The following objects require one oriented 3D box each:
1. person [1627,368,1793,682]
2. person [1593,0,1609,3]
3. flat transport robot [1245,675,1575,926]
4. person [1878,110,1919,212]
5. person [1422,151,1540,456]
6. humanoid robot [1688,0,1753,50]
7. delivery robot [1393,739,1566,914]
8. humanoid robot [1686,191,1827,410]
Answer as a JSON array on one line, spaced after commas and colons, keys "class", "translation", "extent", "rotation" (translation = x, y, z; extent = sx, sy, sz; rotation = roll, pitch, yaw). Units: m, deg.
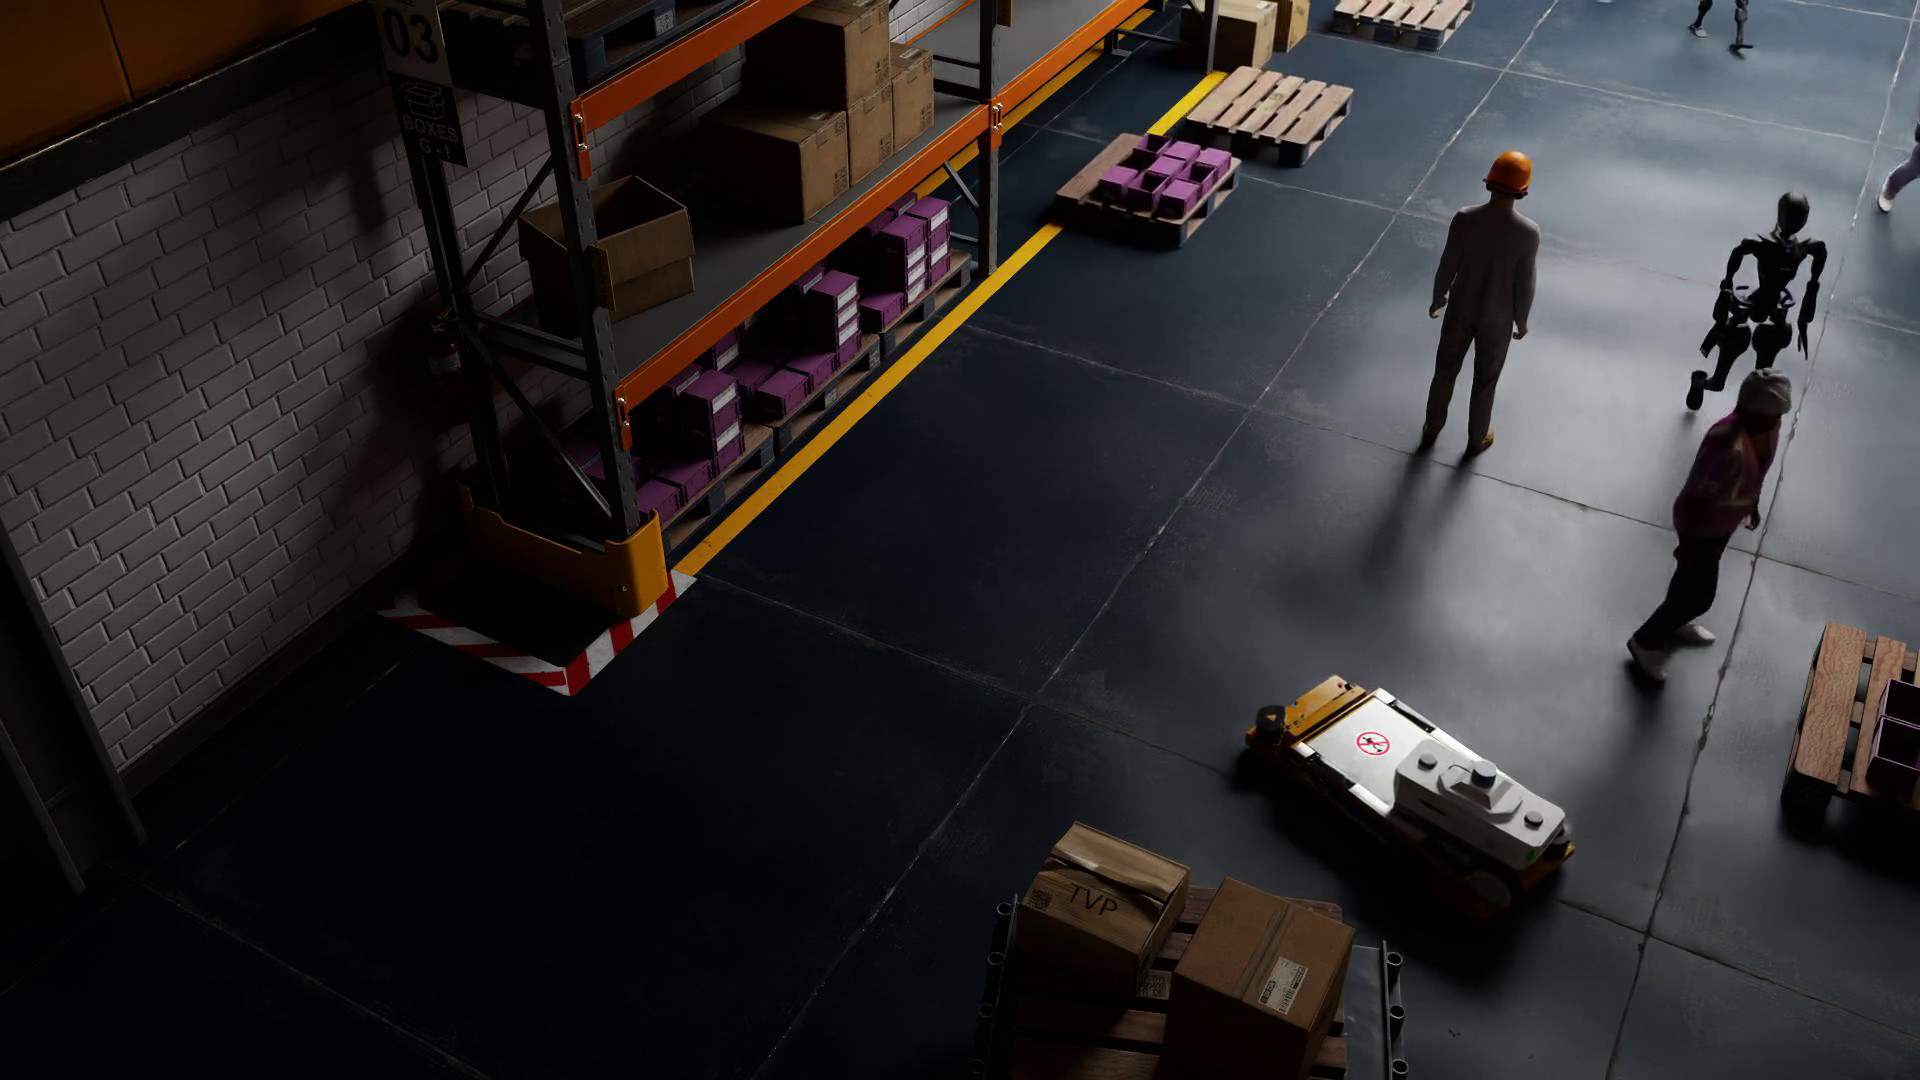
[{"class": "person", "translation": [3.674, -0.102, 8.111], "extent": [0.613, 1.821, 0.383], "rotation": [-30, 48, -32]}, {"class": "person", "translation": [6.206, -5.946, 15.392], "extent": [0.463, 1.848, 0.505], "rotation": [11, 40, 14]}, {"class": "flat transport robot", "translation": [2.085, 1.151, 7.781], "extent": [0.659, 0.231, 1.431], "rotation": [-26, 46, -29]}, {"class": "person", "translation": [7.016, -2.982, 11.661], "extent": [0.652, 1.879, 0.822], "rotation": [5, 39, 6]}, {"class": "person", "translation": [3.006, -1.348, 9.605], "extent": [0.570, 1.897, 0.367], "rotation": [19, 43, 22]}, {"class": "humanoid robot", "translation": [6.819, -5.115, 14.512], "extent": [0.596, 1.624, 0.764], "rotation": [-5, 39, -7]}, {"class": "delivery robot", "translation": [2.317, 1.245, 7.447], "extent": [0.804, 0.610, 0.499], "rotation": [29, 47, 31]}, {"class": "humanoid robot", "translation": [4.677, -1.312, 9.750], "extent": [0.590, 1.641, 0.617], "rotation": [3, 39, 3]}]
